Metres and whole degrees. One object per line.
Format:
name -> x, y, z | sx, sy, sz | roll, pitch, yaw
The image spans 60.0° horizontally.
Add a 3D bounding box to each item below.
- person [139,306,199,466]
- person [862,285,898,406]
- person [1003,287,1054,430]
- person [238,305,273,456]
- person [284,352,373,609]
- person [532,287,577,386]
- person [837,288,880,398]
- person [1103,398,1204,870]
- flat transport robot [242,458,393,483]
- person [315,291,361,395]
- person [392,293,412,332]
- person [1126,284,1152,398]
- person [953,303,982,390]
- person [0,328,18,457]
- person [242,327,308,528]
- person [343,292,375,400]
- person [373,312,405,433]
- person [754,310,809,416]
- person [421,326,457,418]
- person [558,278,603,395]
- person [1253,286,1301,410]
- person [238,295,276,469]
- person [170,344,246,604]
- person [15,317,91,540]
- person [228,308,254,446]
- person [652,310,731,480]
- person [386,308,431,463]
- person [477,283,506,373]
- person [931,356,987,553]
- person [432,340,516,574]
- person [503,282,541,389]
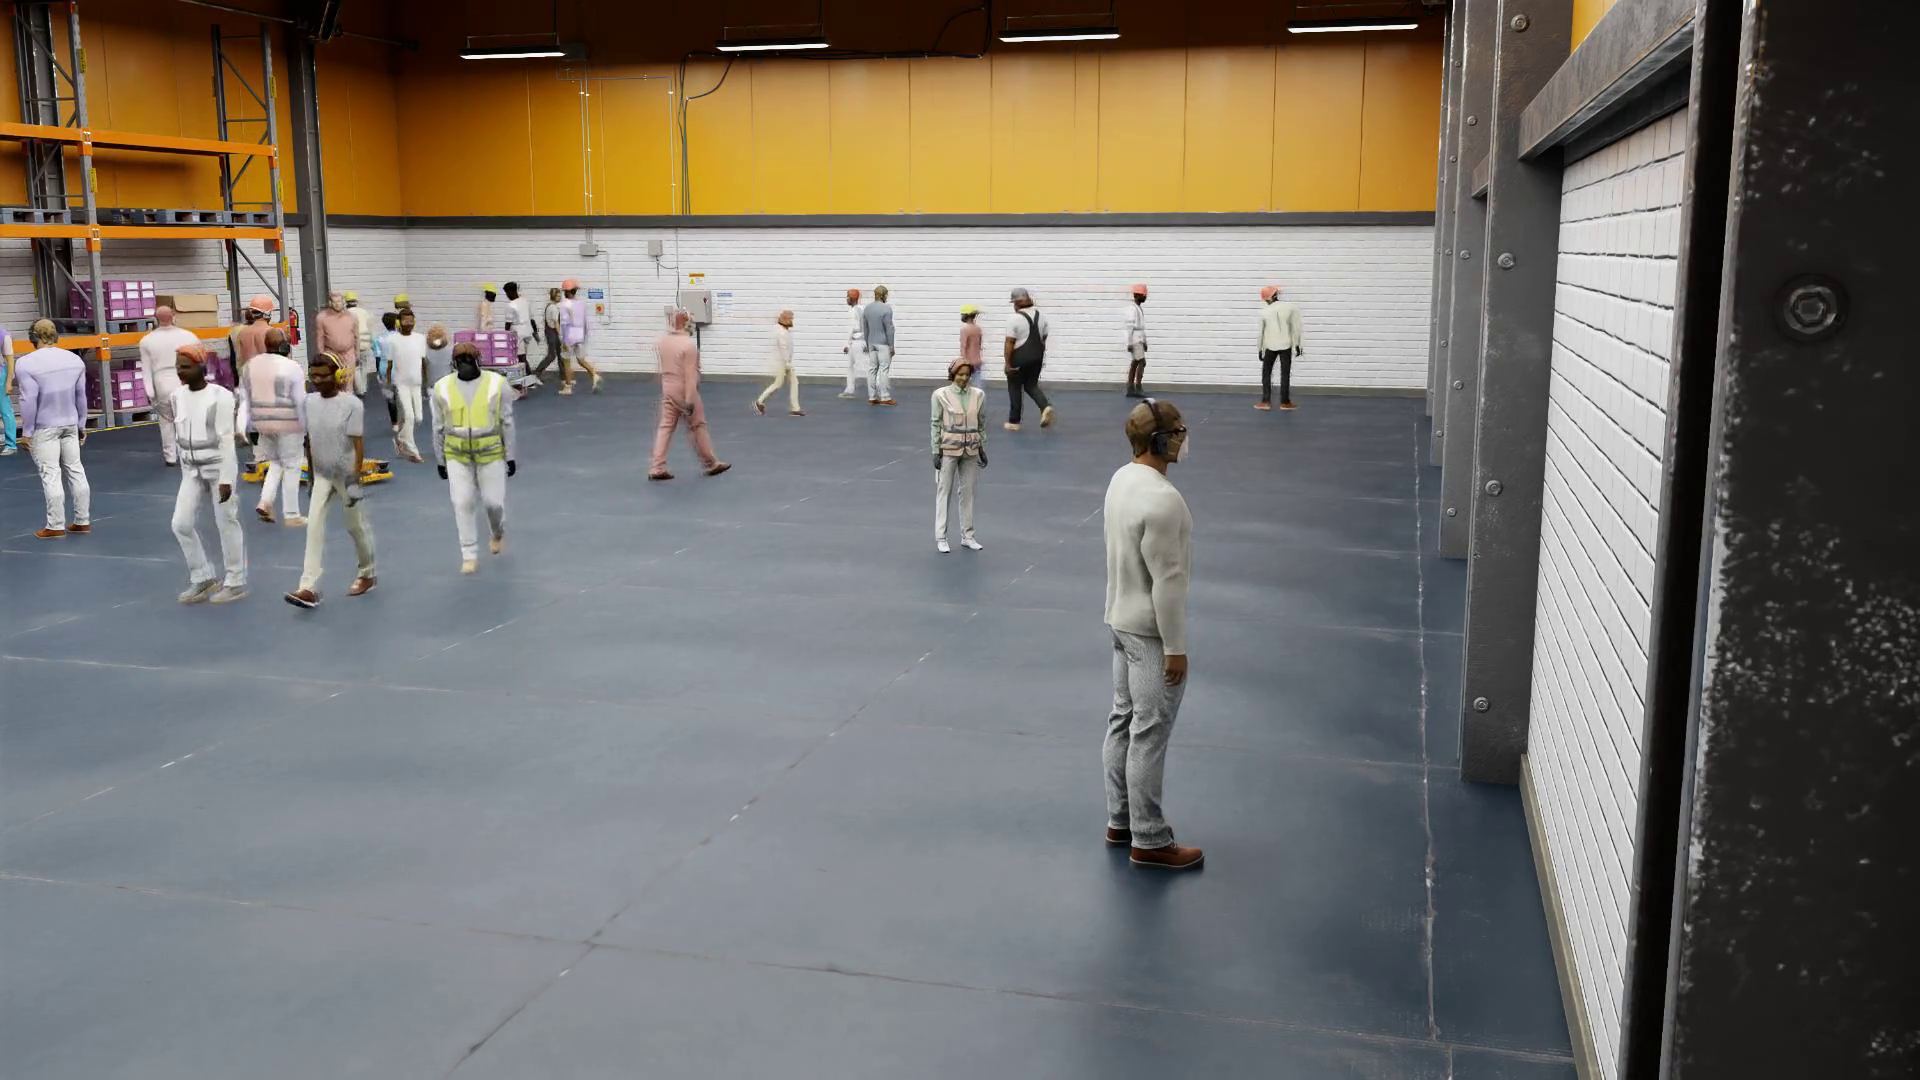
person -> -9.045, -1.751, 19.124 | 0.649, 1.878, 0.778 | -4, 11, -24
person -> -1.282, -3.105, 26.640 | 0.627, 1.934, 0.371 | 9, 13, 41
person -> 0.937, -2.533, 23.093 | 0.716, 2.000, 0.756 | -8, 13, -37
person -> -8.479, -1.975, 20.250 | 0.585, 1.929, 0.371 | 4, 11, 20
person -> -4.485, -0.428, 11.838 | 0.517, 1.807, 1.008 | 2, 10, 9
person -> -7.515, -3.723, 30.501 | 0.839, 1.811, 0.515 | -3, 10, -15
person -> -1.653, -3.290, 27.918 | 0.822, 1.859, 0.578 | 1, 10, 7
person -> 0.786, 0.383, 6.870 | 0.372, 1.940, 0.631 | -3, 10, -14
flat transport robot -> -6.967, -0.756, 18.040 | 1.431, 0.197, 0.652 | 3, 10, 15
person -> -9.411, -2.827, 25.215 | 0.639, 1.888, 0.646 | -5, 11, -25
person -> -9.972, -3.532, 29.691 | 0.500, 1.707, 0.804 | 8, 13, 38
person -> 3.082, -3.349, 28.032 | 0.602, 1.922, 0.580 | 3, 11, 18
person -> 0.074, -2.505, 23.733 | 0.622, 1.743, 0.556 | 7, 12, 34
person -> -11.777, -1.939, 20.303 | 0.563, 1.837, 0.389 | 3, 10, 17
person -> -6.140, -1.008, 15.061 | 0.647, 1.824, 0.444 | 3, 11, 19
person -> -10.126, -3.237, 27.794 | 0.623, 1.791, 0.715 | -9, 14, -43
person -> -7.665, -2.258, 22.570 | 0.544, 1.667, 0.694 | -3, 11, -19
person -> -2.706, -2.664, 25.072 | 0.768, 1.601, 0.503 | 2, 10, 13
person -> -6.268, -1.782, 20.108 | 0.507, 1.585, 0.836 | -5, 11, -25
person -> -6.547, -3.461, 28.472 | 0.857, 2.015, 0.615 | 7, 12, 34
person -> 5.011, -3.005, 26.075 | 0.721, 1.943, 0.383 | 2, 10, 10
person -> -7.957, -1.802, 19.083 | 0.609, 1.995, 0.376 | 3, 10, 15
person -> -5.368, -0.453, 11.816 | 0.596, 1.864, 0.553 | 3, 11, 18
person -> -7.907, -0.967, 14.516 | 0.353, 1.937, 0.635 | 4, 11, 24
person -> -9.098, -2.115, 21.412 | 0.632, 1.811, 0.897 | -1, 10, -3
person -> -3.024, -1.597, 18.313 | 0.652, 1.853, 0.981 | 9, 13, 41
person -> -6.577, -1.842, 19.754 | 0.675, 1.842, 0.544 | 9, 14, 43
person -> -8.705, -3.833, 30.938 | 1.006, 1.863, 0.607 | -2, 10, -12
person -> -0.010, -0.719, 13.956 | 0.513, 1.640, 0.309 | -5, 11, -26
person -> -3.833, -0.669, 13.156 | 0.641, 1.824, 0.574 | -1, 10, -8
person -> -7.994, -3.690, 30.026 | 0.906, 1.905, 0.691 | 6, 12, 31
